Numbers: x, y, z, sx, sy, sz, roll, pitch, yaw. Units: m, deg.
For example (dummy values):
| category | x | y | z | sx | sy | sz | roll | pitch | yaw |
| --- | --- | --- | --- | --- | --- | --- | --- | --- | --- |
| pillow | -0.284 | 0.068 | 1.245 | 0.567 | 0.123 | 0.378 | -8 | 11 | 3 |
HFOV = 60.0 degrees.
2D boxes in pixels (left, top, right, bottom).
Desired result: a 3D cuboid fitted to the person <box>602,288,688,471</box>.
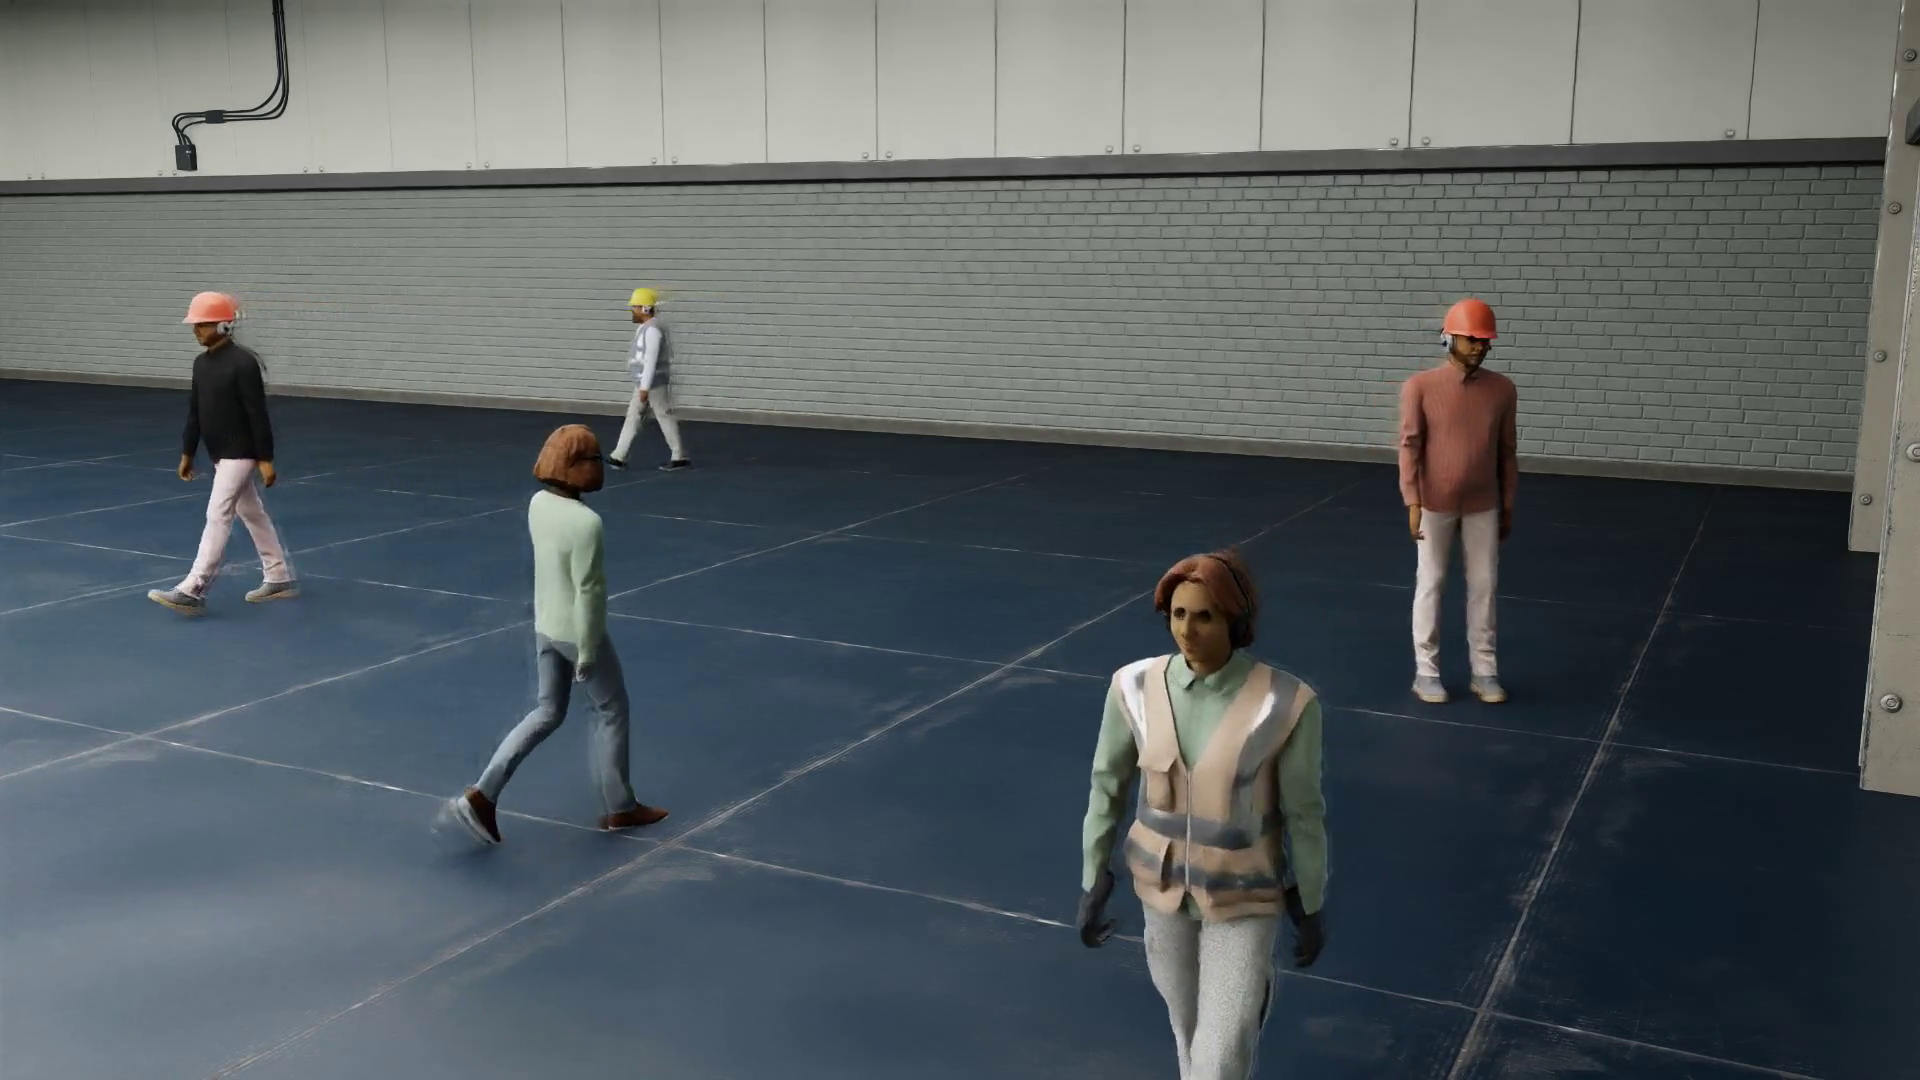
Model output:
| category | x | y | z | sx | sy | sz | roll | pitch | yaw |
| --- | --- | --- | --- | --- | --- | --- | --- | --- | --- |
| person | -3.086 | -1.541 | 16.139 | 0.914 | 1.781 | 0.617 | -4 | 11 | -20 |

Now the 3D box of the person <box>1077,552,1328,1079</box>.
| category | x | y | z | sx | sy | sz | roll | pitch | yaw |
| --- | --- | --- | --- | --- | --- | --- | --- | --- | --- |
| person | 0.503 | 0.834 | 3.696 | 0.540 | 1.601 | 0.830 | 6 | 12 | 31 |

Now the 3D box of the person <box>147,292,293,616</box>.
| category | x | y | z | sx | sy | sz | roll | pitch | yaw |
| --- | --- | --- | --- | --- | --- | --- | --- | --- | --- |
| person | -4.562 | -0.523 | 10.141 | 0.656 | 1.943 | 0.993 | 9 | 13 | 39 |

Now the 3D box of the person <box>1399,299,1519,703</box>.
| category | x | y | z | sx | sy | sz | roll | pitch | yaw |
| --- | --- | --- | --- | --- | --- | --- | --- | --- | --- |
| person | 2.457 | -0.185 | 8.199 | 0.626 | 1.991 | 0.434 | -1 | 10 | -6 |

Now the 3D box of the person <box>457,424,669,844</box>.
| category | x | y | z | sx | sy | sz | roll | pitch | yaw |
| --- | --- | --- | --- | --- | --- | --- | --- | --- | --- |
| person | -1.516 | 0.361 | 6.264 | 0.747 | 1.604 | 0.501 | -10 | 14 | -42 |
